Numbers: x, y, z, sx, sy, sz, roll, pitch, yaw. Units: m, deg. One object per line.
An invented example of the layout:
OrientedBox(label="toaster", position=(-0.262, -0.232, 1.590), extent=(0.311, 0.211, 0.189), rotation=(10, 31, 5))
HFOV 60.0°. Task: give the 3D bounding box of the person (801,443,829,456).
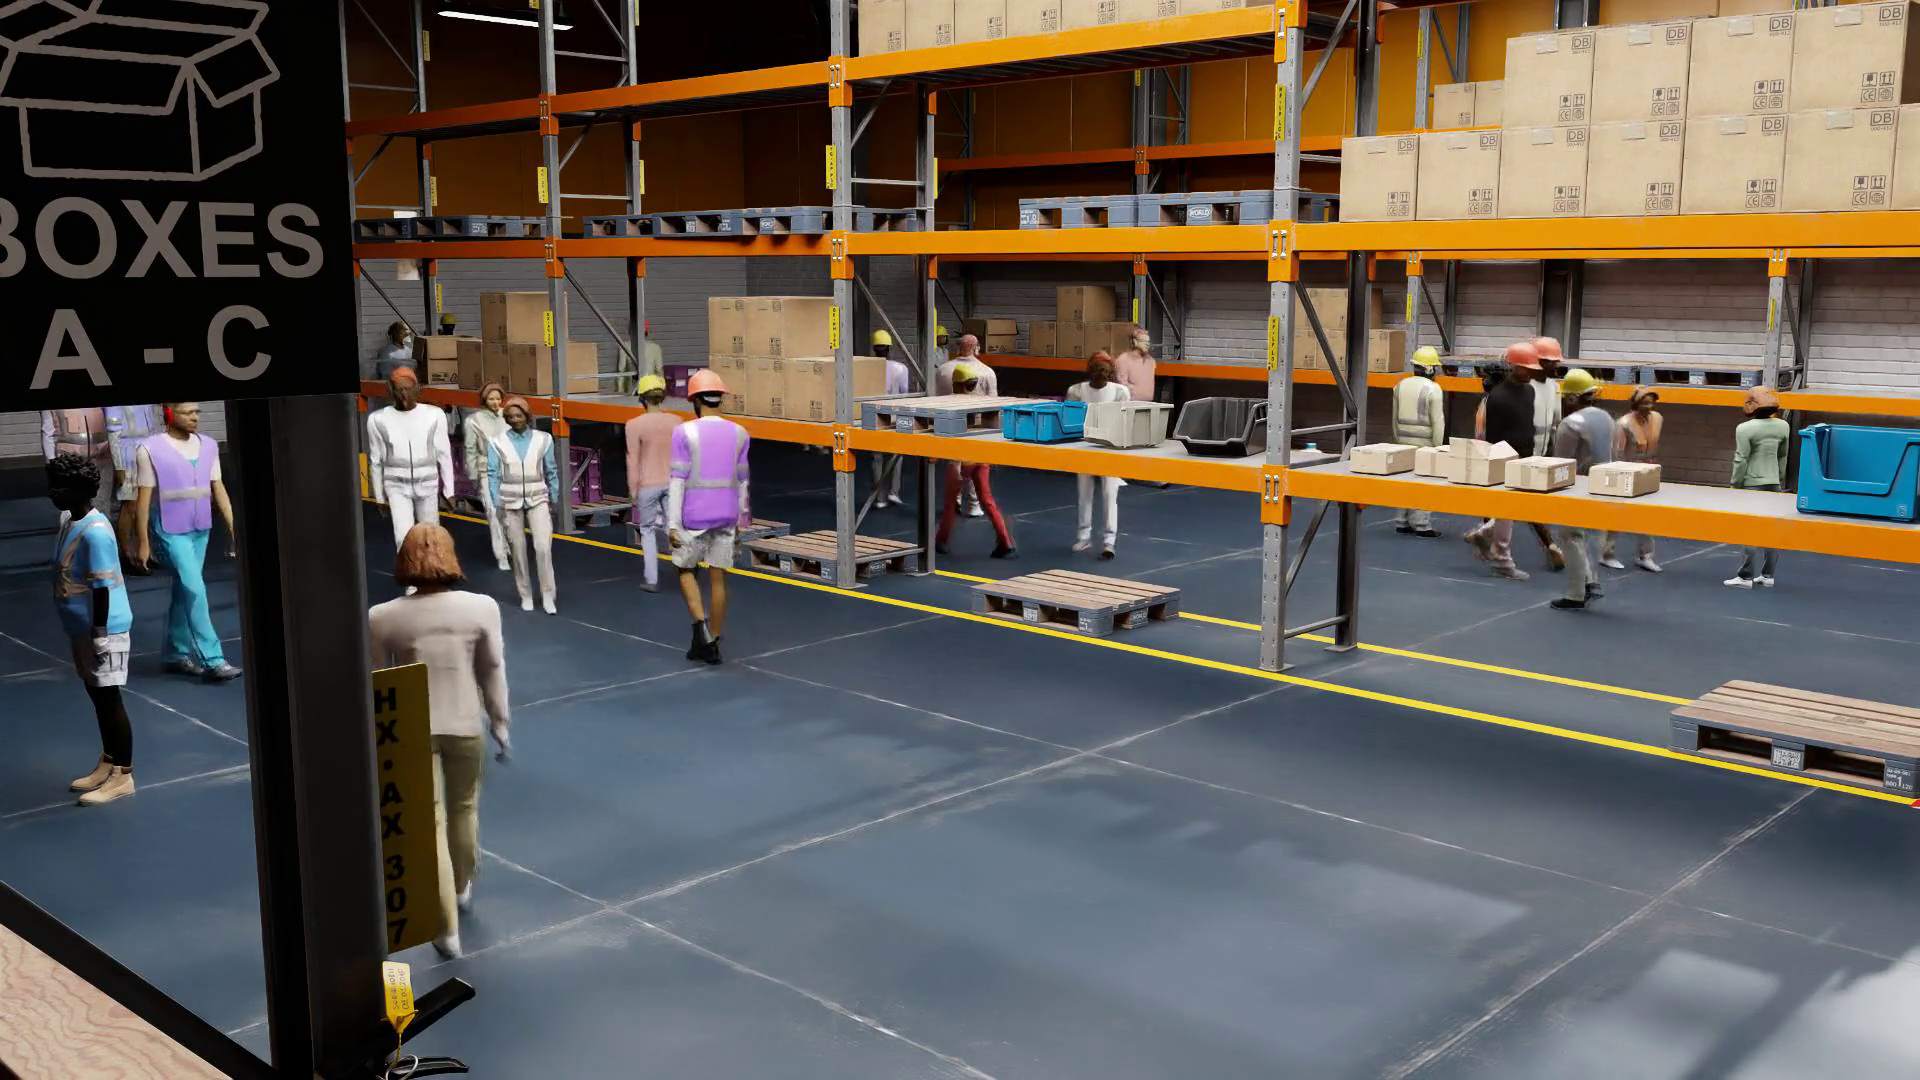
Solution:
OrientedBox(label="person", position=(-2.073, -2.153, 23.126), extent=(0.655, 1.923, 1.041), rotation=(-6, 11, -31))

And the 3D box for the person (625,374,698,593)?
OrientedBox(label="person", position=(-2.326, -0.426, 13.043), extent=(0.536, 1.746, 0.618), rotation=(-7, 12, -37))

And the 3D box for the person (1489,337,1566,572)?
OrientedBox(label="person", position=(4.923, -0.739, 14.232), extent=(0.618, 1.972, 1.097), rotation=(-7, 11, -36))

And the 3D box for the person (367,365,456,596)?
OrientedBox(label="person", position=(-4.088, -0.380, 12.404), extent=(0.592, 1.861, 0.797), rotation=(-4, 10, -21))

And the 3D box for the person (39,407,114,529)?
OrientedBox(label="person", position=(-7.465, -0.661, 14.188), extent=(0.624, 1.841, 0.430), rotation=(-8, 12, -39))

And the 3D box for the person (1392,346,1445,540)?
OrientedBox(label="person", position=(4.372, -0.920, 15.791), extent=(0.404, 1.829, 0.600), rotation=(-5, 11, -30))

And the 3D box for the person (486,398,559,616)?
OrientedBox(label="person", position=(-3.200, -0.234, 12.249), extent=(0.515, 1.610, 0.736), rotation=(-3, 10, -17))

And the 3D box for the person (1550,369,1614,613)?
OrientedBox(label="person", position=(4.572, -0.359, 12.360), extent=(0.605, 1.819, 0.430), rotation=(-7, 12, -38))

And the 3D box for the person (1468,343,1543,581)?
OrientedBox(label="person", position=(4.501, -0.646, 13.717), extent=(0.647, 1.961, 0.629), rotation=(-8, 12, -40))

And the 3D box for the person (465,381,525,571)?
OrientedBox(label="person", position=(-3.929, -0.549, 14.141), extent=(0.545, 1.622, 0.446), rotation=(-6, 11, -31))

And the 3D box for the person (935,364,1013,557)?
OrientedBox(label="person", position=(0.107, -0.703, 14.804), extent=(0.912, 1.723, 0.540), rotation=(8, 12, 41))

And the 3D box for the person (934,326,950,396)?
OrientedBox(label="person", position=(-0.291, -2.216, 24.006), extent=(0.287, 1.746, 0.488), rotation=(5, 11, 30))

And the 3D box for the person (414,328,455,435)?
OrientedBox(label="person", position=(-6.806, -1.825, 21.422), extent=(0.638, 1.818, 0.854), rotation=(3, 10, 21))

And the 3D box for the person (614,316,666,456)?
OrientedBox(label="person", position=(-4.144, -1.922, 21.508), extent=(0.659, 1.971, 0.572), rotation=(-7, 12, -37))

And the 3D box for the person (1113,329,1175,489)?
OrientedBox(label="person", position=(2.093, -1.512, 19.364), extent=(0.658, 1.851, 1.007), rotation=(-6, 11, -33))

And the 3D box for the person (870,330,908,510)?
OrientedBox(label="person", position=(-0.808, -1.284, 17.783), extent=(0.630, 1.903, 0.615), rotation=(2, 9, 11))

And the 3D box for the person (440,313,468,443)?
OrientedBox(label="person", position=(-7.319, -2.291, 23.905), extent=(0.594, 1.925, 0.377), rotation=(-9, 13, -44))

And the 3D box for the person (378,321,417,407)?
OrientedBox(label="person", position=(-6.669, -1.635, 19.852), extent=(0.366, 1.938, 0.630), rotation=(3, 10, 15))

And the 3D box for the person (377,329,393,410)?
OrientedBox(label="person", position=(-7.872, -2.045, 22.842), extent=(0.994, 1.801, 0.509), rotation=(3, 10, 19))

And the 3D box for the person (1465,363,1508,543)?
OrientedBox(label="person", position=(4.899, -0.778, 15.333), extent=(0.315, 1.696, 0.541), rotation=(-1, 9, -6))

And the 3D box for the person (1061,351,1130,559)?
OrientedBox(label="person", position=(1.218, -0.752, 14.776), extent=(0.683, 1.830, 0.956), rotation=(1, 9, 8))

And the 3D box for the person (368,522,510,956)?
OrientedBox(label="person", position=(-2.030, 0.721, 6.391), extent=(0.523, 1.600, 0.752), rotation=(-5, 10, -27))

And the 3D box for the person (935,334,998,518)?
OrientedBox(label="person", position=(0.090, -1.164, 17.096), extent=(0.680, 1.888, 0.440), rotation=(3, 10, 15))

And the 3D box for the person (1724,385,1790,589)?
OrientedBox(label="person", position=(6.396, -0.422, 13.346), extent=(0.498, 1.633, 0.280), rotation=(-3, 10, -16))

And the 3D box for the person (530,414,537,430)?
OrientedBox(label="person", position=(-6.317, -2.222, 23.774), extent=(0.554, 1.830, 0.806), rotation=(4, 10, 23))

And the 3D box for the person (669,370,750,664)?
OrientedBox(label="person", position=(-1.646, -0.147, 10.824), extent=(0.585, 1.906, 0.470), rotation=(-6, 11, -31))

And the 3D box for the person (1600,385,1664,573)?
OrientedBox(label="person", position=(5.684, -0.517, 14.028), extent=(0.535, 1.591, 0.647), rotation=(-3, 10, -19))

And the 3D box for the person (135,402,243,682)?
OrientedBox(label="person", position=(-4.696, -0.018, 10.294), extent=(0.845, 1.812, 0.604), rotation=(3, 10, 20))

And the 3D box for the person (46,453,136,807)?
OrientedBox(label="person", position=(-4.168, 0.421, 8.001), extent=(0.321, 1.694, 0.534), rotation=(-7, 12, -38))

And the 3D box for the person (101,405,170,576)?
OrientedBox(label="person", position=(-6.905, -0.672, 13.950), extent=(0.357, 1.937, 0.550), rotation=(1, 9, 7))

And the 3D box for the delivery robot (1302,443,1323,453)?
OrientedBox(label="delivery robot", position=(4.023, -0.867, 19.065), extent=(0.477, 0.478, 0.707), rotation=(-5, 11, -31))
